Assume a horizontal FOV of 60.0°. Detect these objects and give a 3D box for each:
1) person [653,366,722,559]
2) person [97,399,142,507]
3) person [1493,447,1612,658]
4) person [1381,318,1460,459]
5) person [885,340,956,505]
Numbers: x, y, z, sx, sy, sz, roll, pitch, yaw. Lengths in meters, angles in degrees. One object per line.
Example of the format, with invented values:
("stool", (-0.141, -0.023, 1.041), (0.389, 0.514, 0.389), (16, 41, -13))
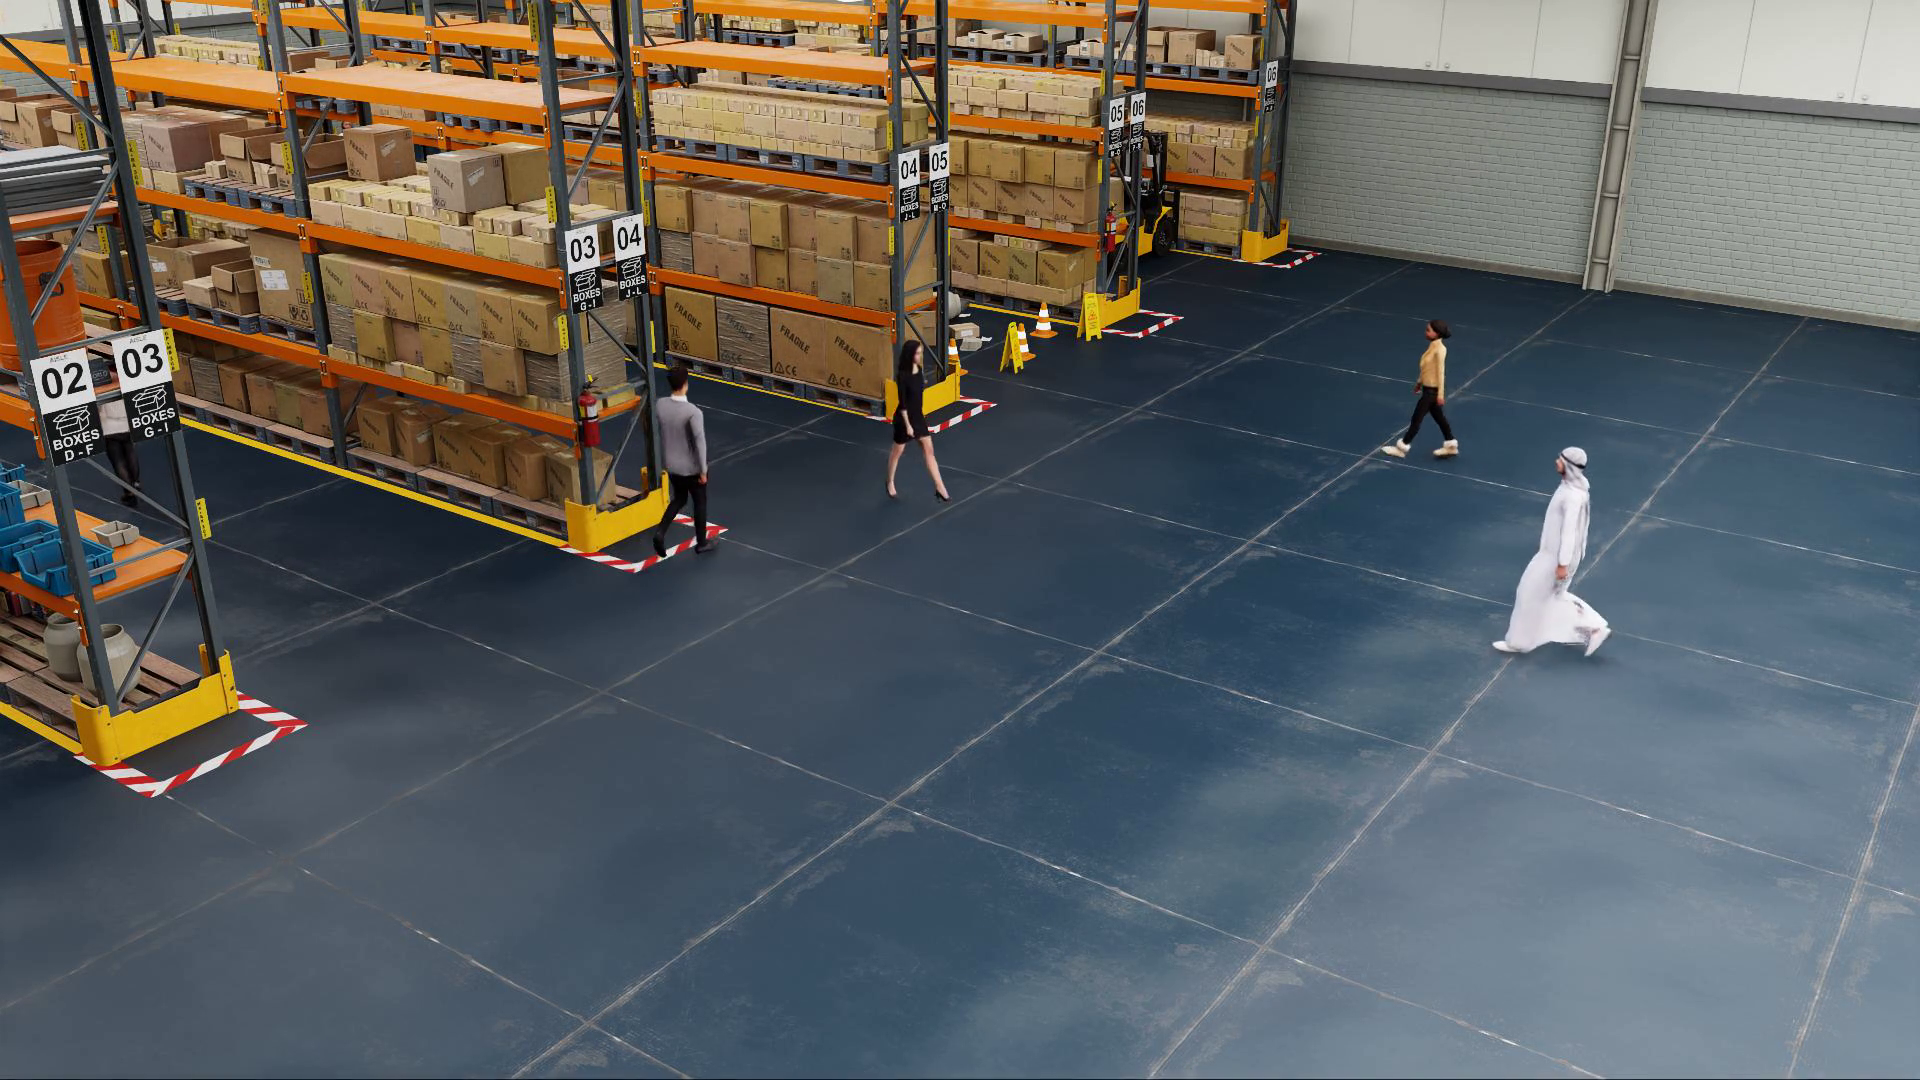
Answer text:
("person", (-2.726, -0.709, 16.017), (0.943, 1.899, 0.820), (15, 27, 31))
("person", (-8.791, -1.165, 17.331), (0.676, 1.710, 0.676), (20, 30, 39))
("person", (5.136, 0.141, 14.022), (1.259, 1.896, 0.930), (7, 24, 16))
("person", (5.363, -1.657, 18.611), (1.197, 1.614, 0.976), (2, 23, 5))
("person", (-0.603, -1.212, 17.374), (1.096, 1.762, 0.661), (18, 29, 37))
